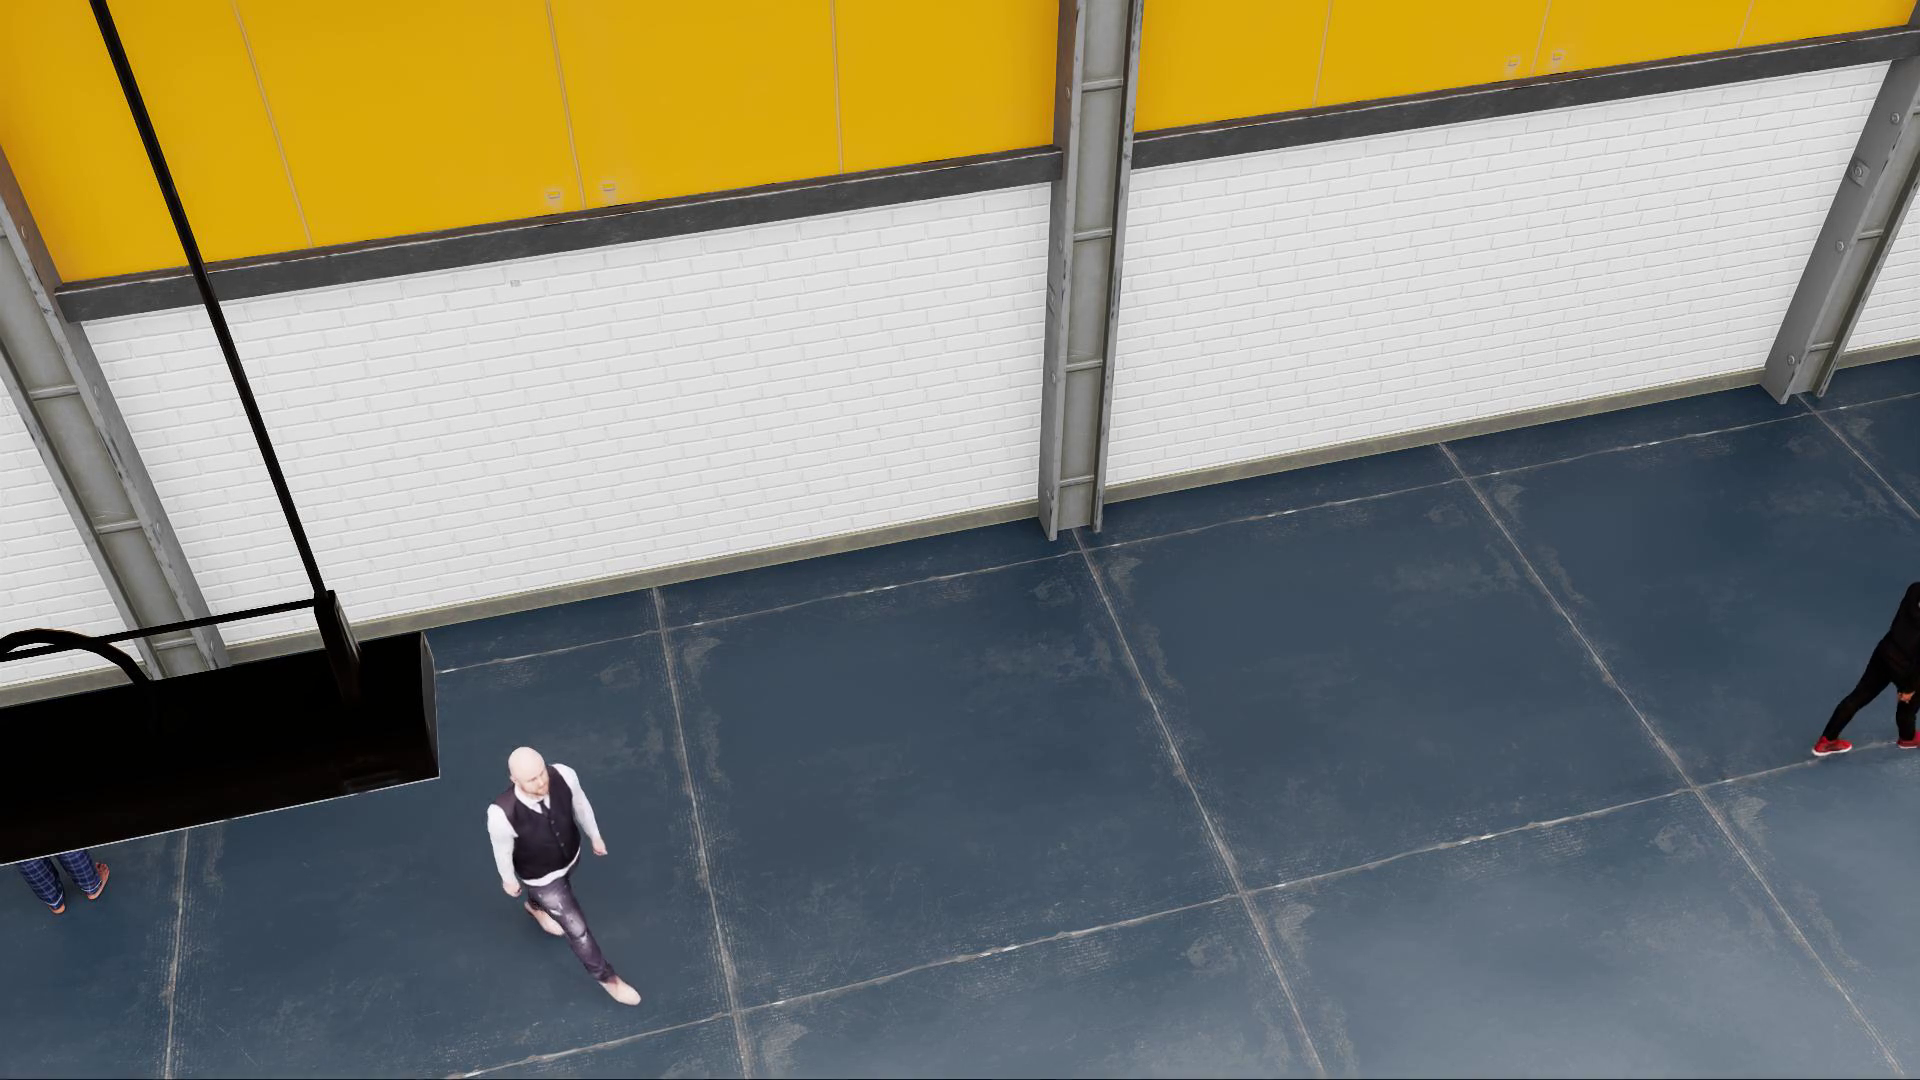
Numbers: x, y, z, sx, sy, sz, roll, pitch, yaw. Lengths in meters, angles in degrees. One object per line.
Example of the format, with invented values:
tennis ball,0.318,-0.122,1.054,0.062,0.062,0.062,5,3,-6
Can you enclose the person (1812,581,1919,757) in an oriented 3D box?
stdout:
person,5.547,0.755,9.937,1.042,1.641,0.701,-5,44,-6

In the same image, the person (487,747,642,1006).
person,-2.225,1.676,8.875,1.234,1.772,1.256,29,51,27
